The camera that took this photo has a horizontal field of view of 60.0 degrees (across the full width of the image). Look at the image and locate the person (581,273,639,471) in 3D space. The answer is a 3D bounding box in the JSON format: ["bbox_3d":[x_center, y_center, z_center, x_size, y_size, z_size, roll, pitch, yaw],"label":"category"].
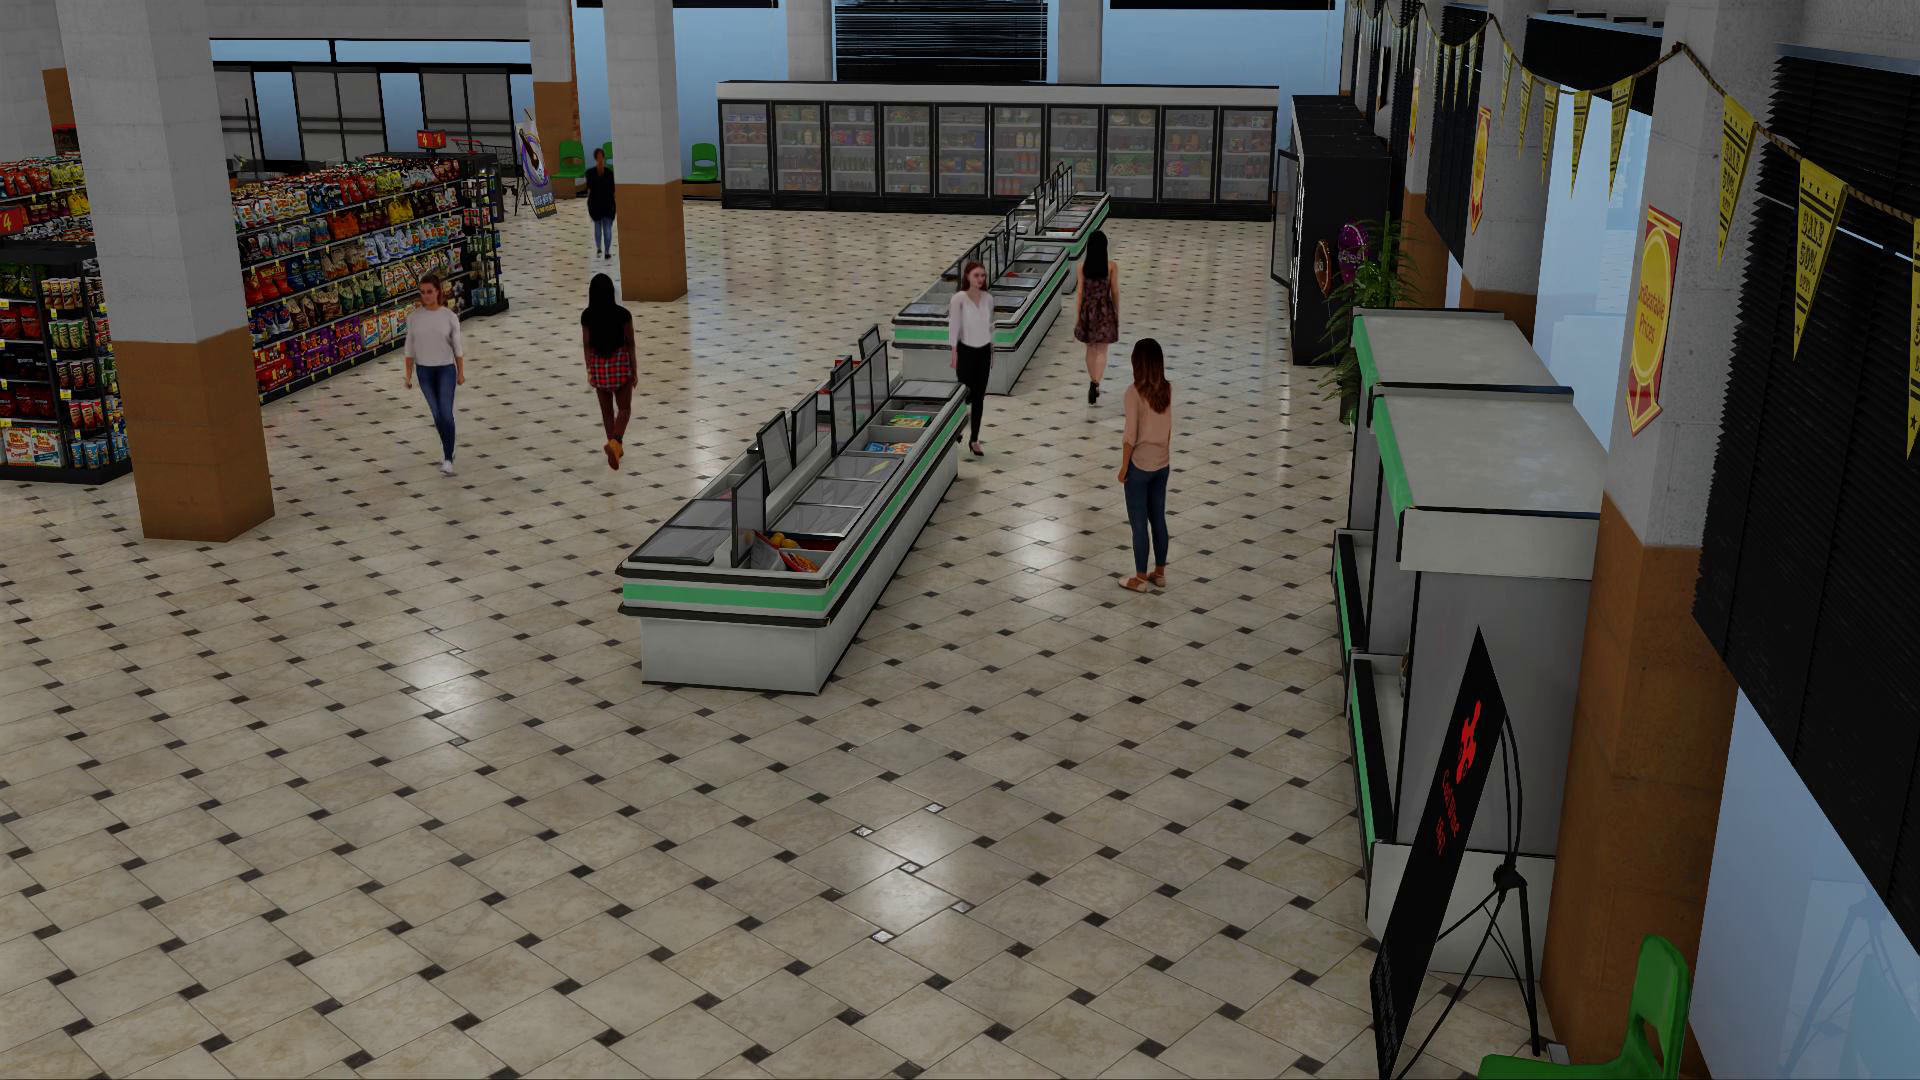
[{"bbox_3d":[-3.026,-1.423,14.393,0.701,1.706,1.099,0,19,0],"label":"person"}]

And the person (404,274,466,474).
[{"bbox_3d":[-4.550,-1.457,14.519,0.712,1.689,1.002,1,19,2],"label":"person"}]

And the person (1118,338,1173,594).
[{"bbox_3d":[1.303,-0.517,11.574,0.665,1.791,0.723,-13,22,-33],"label":"person"}]

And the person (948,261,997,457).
[{"bbox_3d":[0.073,-1.638,14.956,0.781,1.752,0.842,-10,21,-27],"label":"person"}]

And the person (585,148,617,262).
[{"bbox_3d":[-5.445,-5.092,25.328,0.717,1.671,0.768,-1,19,-4],"label":"person"}]

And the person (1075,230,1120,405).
[{"bbox_3d":[1.349,-2.149,16.484,0.611,1.746,1.120,3,19,9],"label":"person"}]
